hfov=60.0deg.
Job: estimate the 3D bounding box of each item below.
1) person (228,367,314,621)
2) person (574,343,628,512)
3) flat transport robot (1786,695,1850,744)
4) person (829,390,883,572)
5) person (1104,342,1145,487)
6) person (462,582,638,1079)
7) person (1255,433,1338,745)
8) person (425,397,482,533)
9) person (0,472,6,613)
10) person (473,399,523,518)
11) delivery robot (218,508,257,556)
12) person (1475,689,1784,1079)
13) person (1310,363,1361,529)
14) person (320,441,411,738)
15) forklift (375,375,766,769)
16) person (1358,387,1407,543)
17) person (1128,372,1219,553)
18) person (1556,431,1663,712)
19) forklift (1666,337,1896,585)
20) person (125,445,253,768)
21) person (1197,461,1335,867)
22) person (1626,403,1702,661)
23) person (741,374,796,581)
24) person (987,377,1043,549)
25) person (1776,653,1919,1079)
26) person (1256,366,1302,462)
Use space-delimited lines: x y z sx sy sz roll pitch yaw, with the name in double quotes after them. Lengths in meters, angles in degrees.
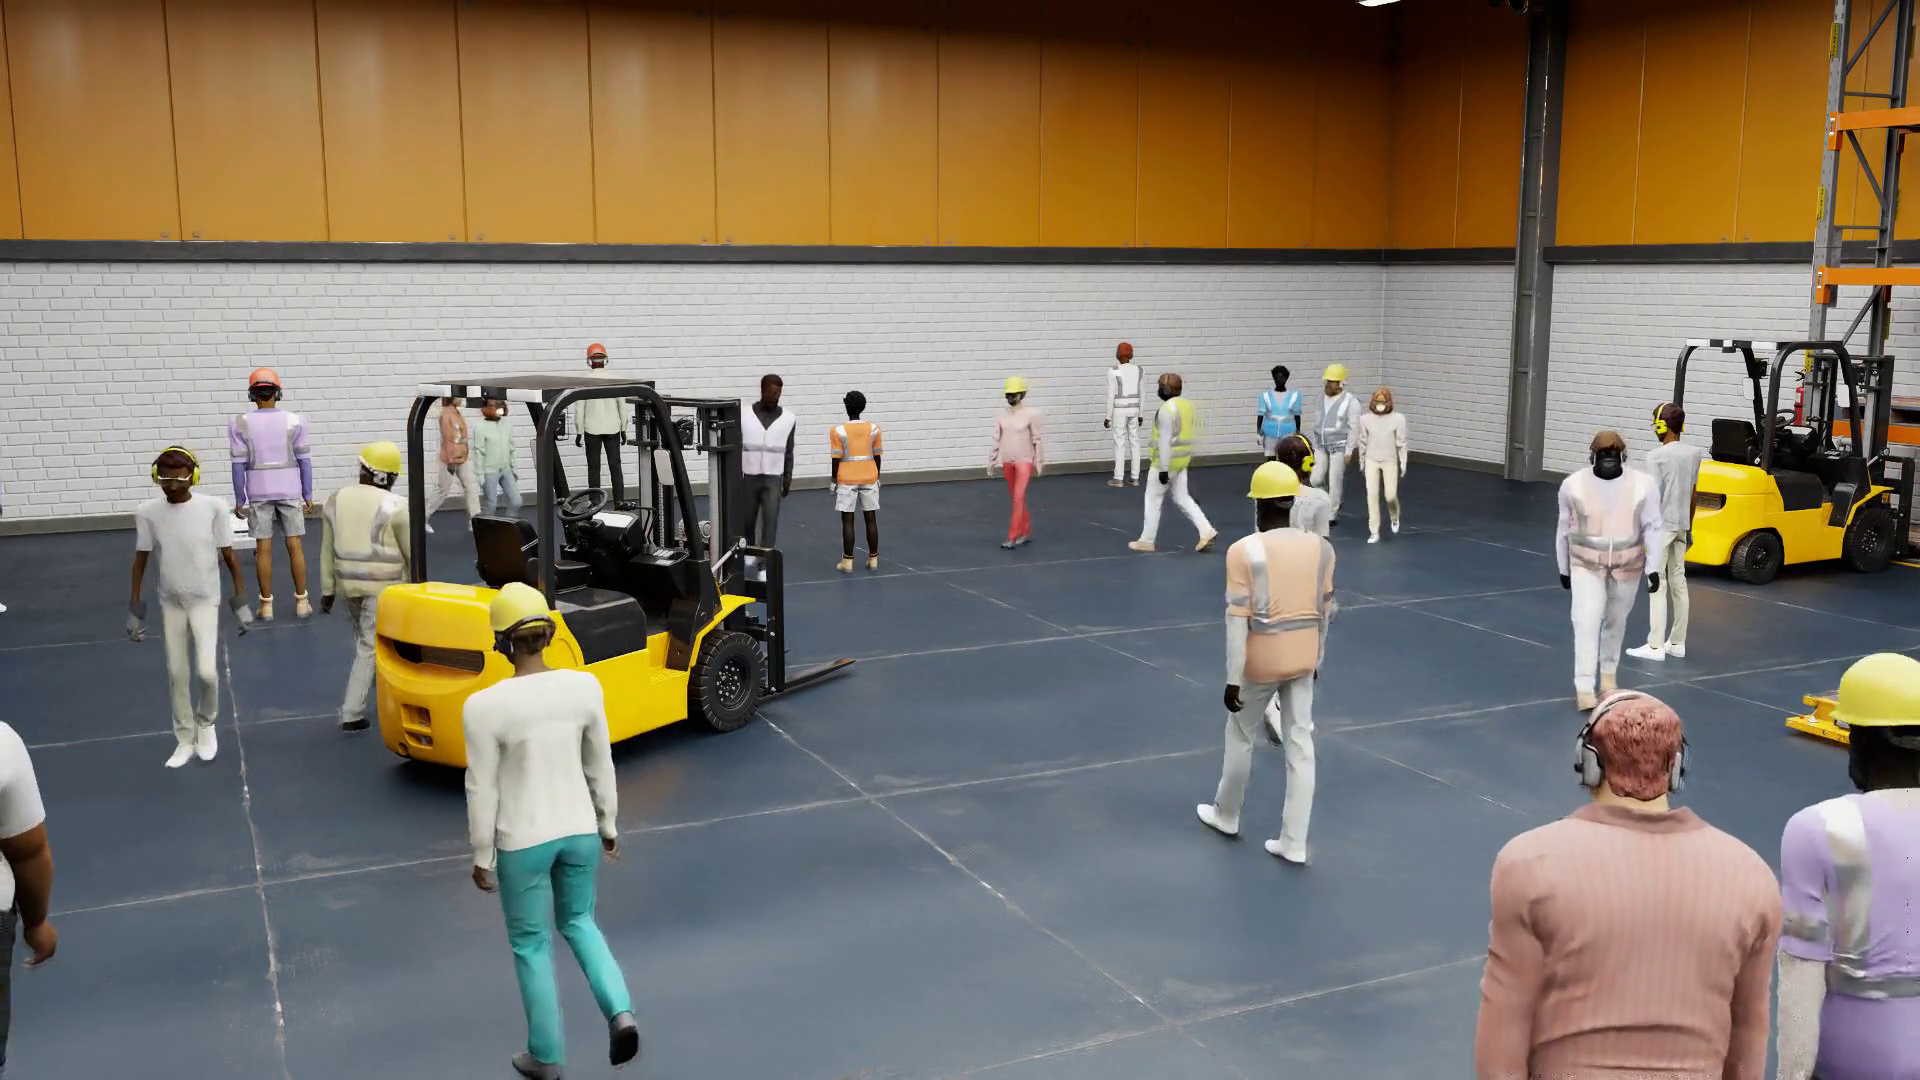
-5.527 -0.367 13.382 0.605 2.034 0.391 -4 10 -24 "person"
-4.104 -1.251 19.015 0.611 1.986 0.393 -4 10 -24 "person"
5.783 1.046 10.072 1.431 0.197 0.652 -4 10 -25 "flat transport robot"
-0.970 -0.545 15.523 0.531 1.698 0.320 -4 10 -24 "person"
2.149 -1.633 21.707 0.573 1.883 0.354 -4 10 -24 "person"
-1.405 1.019 5.692 0.535 1.745 0.557 -9 13 -44 "person"
1.943 0.303 9.792 0.544 1.854 0.618 8 12 41 "person"
-5.453 -0.857 17.756 0.828 1.603 0.528 1 9 4 "person"
-8.094 -0.309 13.439 0.639 1.903 0.406 -4 10 -24 "person"
-4.547 -0.650 16.409 0.457 1.613 0.539 6 11 34 "person"
-6.940 -0.065 15.794 0.707 0.478 0.477 -4 10 -25 "delivery robot"
1.468 1.278 3.727 0.660 1.869 0.630 0 9 1 "person"
4.067 -1.015 18.082 0.456 1.814 0.586 -8 12 -42 "person"
-3.577 0.275 10.234 0.614 1.764 0.922 3 10 17 "person"
-2.268 0.149 9.685 1.214 2.155 2.313 6 11 32 "forklift"
4.409 -0.790 17.278 0.527 1.615 0.546 5 10 28 "person"
2.149 -0.764 16.555 0.879 1.812 0.634 6 11 32 "person"
4.186 0.181 10.774 0.620 1.793 0.991 2 9 14 "person"
7.551 -0.789 15.507 2.313 2.155 1.214 -4 10 -25 "forklift"
-4.332 0.380 9.346 0.671 1.840 0.467 -1 9 -9 "person"
1.460 0.562 8.025 0.619 1.892 0.857 -3 10 -20 "person"
5.086 -0.060 12.008 0.521 1.865 0.327 -4 10 -24 "person"
-1.808 -0.587 15.217 0.626 1.886 0.783 -2 9 -11 "person"
0.516 -0.774 16.817 0.542 1.727 0.831 6 11 31 "person"
2.239 1.202 4.138 0.614 1.868 0.985 -1 9 -5 "person"
3.833 -1.256 20.030 0.547 1.663 0.795 2 9 13 "person"
